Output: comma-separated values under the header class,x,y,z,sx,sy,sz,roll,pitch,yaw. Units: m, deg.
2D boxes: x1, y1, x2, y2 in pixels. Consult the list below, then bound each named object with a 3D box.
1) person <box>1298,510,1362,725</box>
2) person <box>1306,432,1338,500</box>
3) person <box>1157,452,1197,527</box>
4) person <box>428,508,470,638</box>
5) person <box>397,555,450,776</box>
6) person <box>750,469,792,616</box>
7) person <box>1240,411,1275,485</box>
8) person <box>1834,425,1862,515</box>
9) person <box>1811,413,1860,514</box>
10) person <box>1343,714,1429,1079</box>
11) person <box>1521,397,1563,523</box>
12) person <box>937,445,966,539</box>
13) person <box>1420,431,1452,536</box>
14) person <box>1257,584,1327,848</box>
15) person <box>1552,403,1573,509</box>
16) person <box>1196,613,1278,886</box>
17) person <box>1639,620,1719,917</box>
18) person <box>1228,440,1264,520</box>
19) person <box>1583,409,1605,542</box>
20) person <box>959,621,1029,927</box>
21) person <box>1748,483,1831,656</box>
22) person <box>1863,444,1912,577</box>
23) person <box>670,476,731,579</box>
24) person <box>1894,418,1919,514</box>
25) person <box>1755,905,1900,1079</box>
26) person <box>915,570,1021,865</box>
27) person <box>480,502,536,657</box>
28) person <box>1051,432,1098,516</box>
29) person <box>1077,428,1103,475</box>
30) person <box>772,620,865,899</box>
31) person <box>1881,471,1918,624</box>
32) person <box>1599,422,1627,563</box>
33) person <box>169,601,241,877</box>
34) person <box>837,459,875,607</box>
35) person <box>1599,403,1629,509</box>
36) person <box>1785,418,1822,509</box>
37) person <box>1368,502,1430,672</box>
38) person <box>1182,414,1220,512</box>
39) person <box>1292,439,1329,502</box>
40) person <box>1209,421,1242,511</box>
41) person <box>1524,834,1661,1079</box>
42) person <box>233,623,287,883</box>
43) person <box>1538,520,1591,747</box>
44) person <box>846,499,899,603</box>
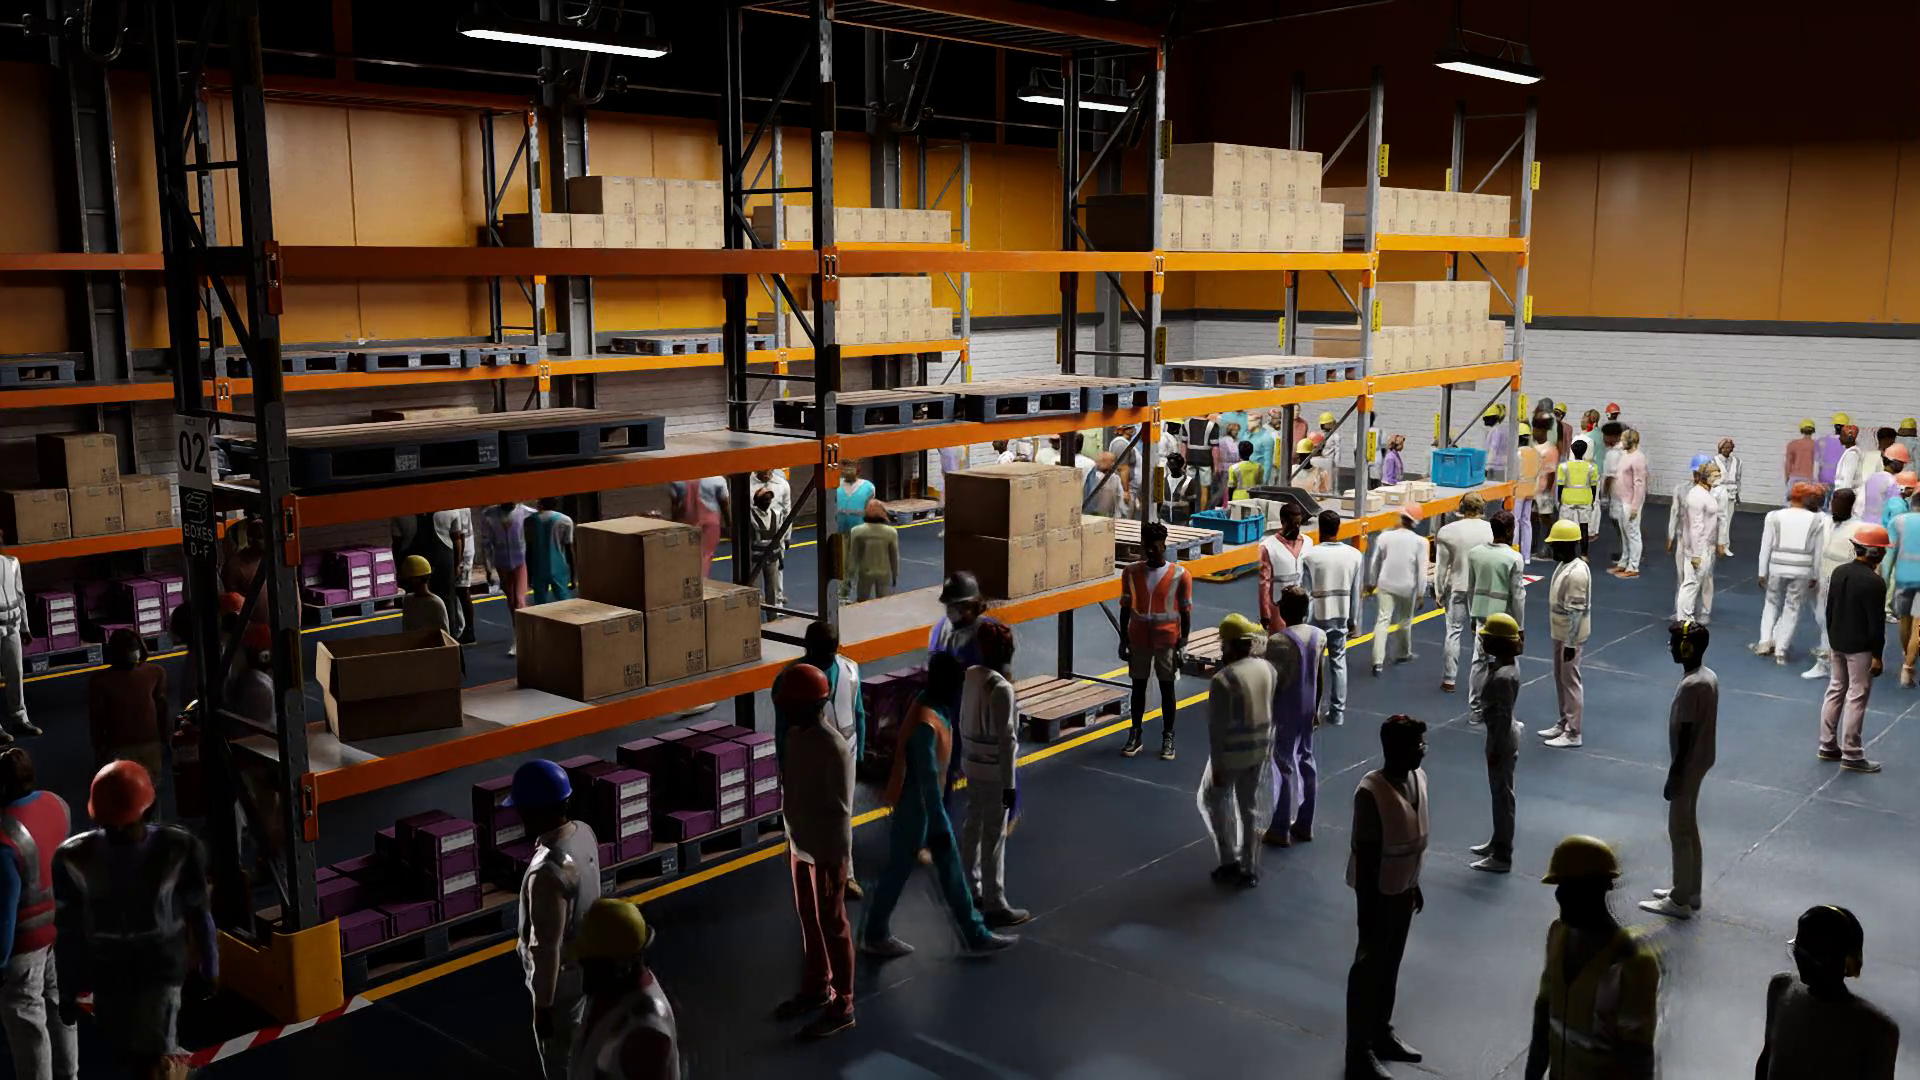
class,x,y,z,sx,sy,sz,roll,pitch,yaw
person,3.229,0.689,14.583,0.598,1.908,0.410,-3,10,-17
person,4.545,-0.418,21.222,0.573,1.902,0.633,-3,10,-18
person,2.702,-0.263,20.876,0.538,1.695,0.320,5,11,29
person,-5.487,0.153,17.655,0.615,1.943,0.399,0,10,-3
person,-4.261,0.989,13.202,0.533,1.767,0.326,7,12,36
person,-2.241,-0.058,19.069,0.646,1.900,0.400,-2,10,-11
person,4.291,-0.945,24.335,0.403,1.904,0.650,-5,11,-29
person,12.003,-0.621,22.498,0.351,1.878,0.568,6,11,31
person,12.483,-0.844,23.744,0.383,1.916,0.647,-9,13,-42
person,2.140,1.760,8.355,0.389,1.845,0.564,8,13,41
person,9.108,-1.334,26.250,0.696,2.000,0.888,0,10,-2
person,-0.111,-0.868,24.164,0.542,1.803,0.477,8,12,39
person,6.811,-0.745,23.669,0.526,1.733,0.357,6,11,31
person,2.309,1.218,11.597,0.512,1.845,0.340,-6,11,-32
person,9.825,-1.387,27.423,0.535,1.755,0.342,7,12,38
person,1.794,1.373,10.810,0.589,1.804,0.428,-7,12,-35
person,4.521,1.417,10.391,0.347,1.855,0.532,7,12,35
person,3.818,-0.491,22.272,0.530,1.689,0.321,-2,10,-14
person,9.171,-0.939,24.193,0.353,1.937,0.635,7,12,35
person,0.188,1.426,10.247,0.357,1.881,0.574,-5,11,-26
person,8.683,0.316,17.070,1.009,1.820,0.602,1,10,3
person,10.504,-0.088,18.921,0.468,2.021,0.623,0,10,1
person,-3.044,-0.234,19.682,0.695,2.000,1.011,3,10,16
person,14.142,-0.962,24.915,0.297,1.745,0.484,-7,12,-36
person,2.978,2.169,5.839,0.327,1.874,0.520,-5,11,-29
person,0.076,1.150,11.420,0.689,2.000,0.973,7,12,35
person,-4.664,0.243,17.385,0.613,1.869,0.981,0,10,-1
person,1.466,-0.443,21.346,0.638,1.891,0.673,3,10,18
person,2.075,-1.347,27.162,0.525,1.762,0.339,3,10,16
person,-0.870,1.403,10.545,0.628,1.833,0.429,-6,11,-33
person,10.544,0.081,18.715,0.355,1.736,0.575,4,11,25
person,8.872,-0.632,22.394,0.537,1.923,0.628,8,12,39
person,-4.827,1.324,10.695,0.373,1.937,0.631,-3,10,-19
person,-1.254,-0.061,19.303,0.588,1.829,0.461,2,10,11
person,10.706,-1.379,27.369,0.561,1.753,0.327,-3,10,-16
person,12.559,-0.941,24.764,0.538,1.755,0.525,9,13,43
person,4.340,0.467,16.549,0.647,1.693,0.916,7,12,36
person,3.688,-1.192,25.447,0.613,2.031,0.403,6,11,31
person,4.183,-0.275,20.257,0.589,1.930,0.360,5,11,29
person,4.168,-1.053,25.871,0.524,1.614,0.741,-4,10,-21
person,2.373,2.079,6.353,0.437,1.878,0.620,-3,10,-18
person,-4.479,1.398,10.830,0.400,1.733,0.574,-8,12,-39
person,5.085,0.782,13.993,0.398,1.919,0.589,1,10,7
person,-0.905,0.383,17.267,0.571,1.608,0.455,-2,10,-11
